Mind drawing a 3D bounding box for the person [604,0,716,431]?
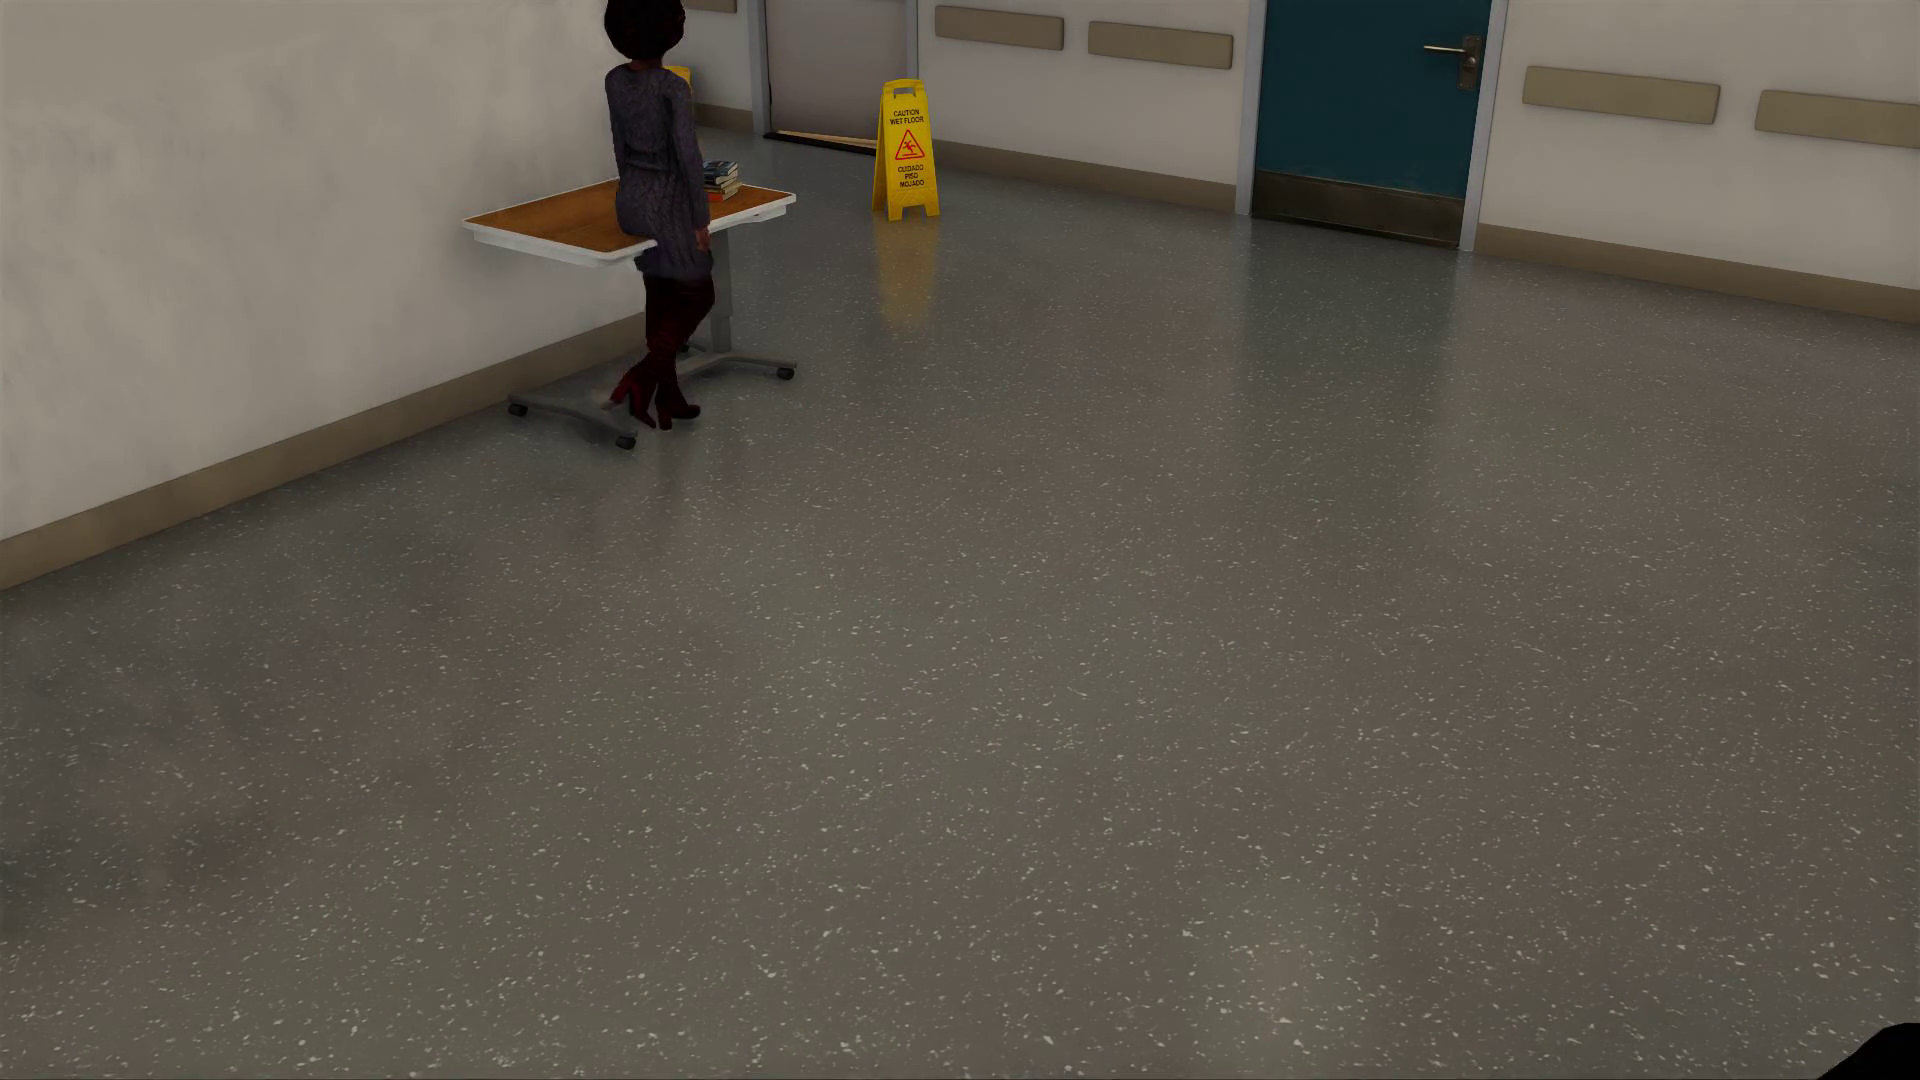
[{"bbox_3d":[-1.172,-1.173,6.202,0.707,1.696,0.652,17,30,31],"label":"person"}]
